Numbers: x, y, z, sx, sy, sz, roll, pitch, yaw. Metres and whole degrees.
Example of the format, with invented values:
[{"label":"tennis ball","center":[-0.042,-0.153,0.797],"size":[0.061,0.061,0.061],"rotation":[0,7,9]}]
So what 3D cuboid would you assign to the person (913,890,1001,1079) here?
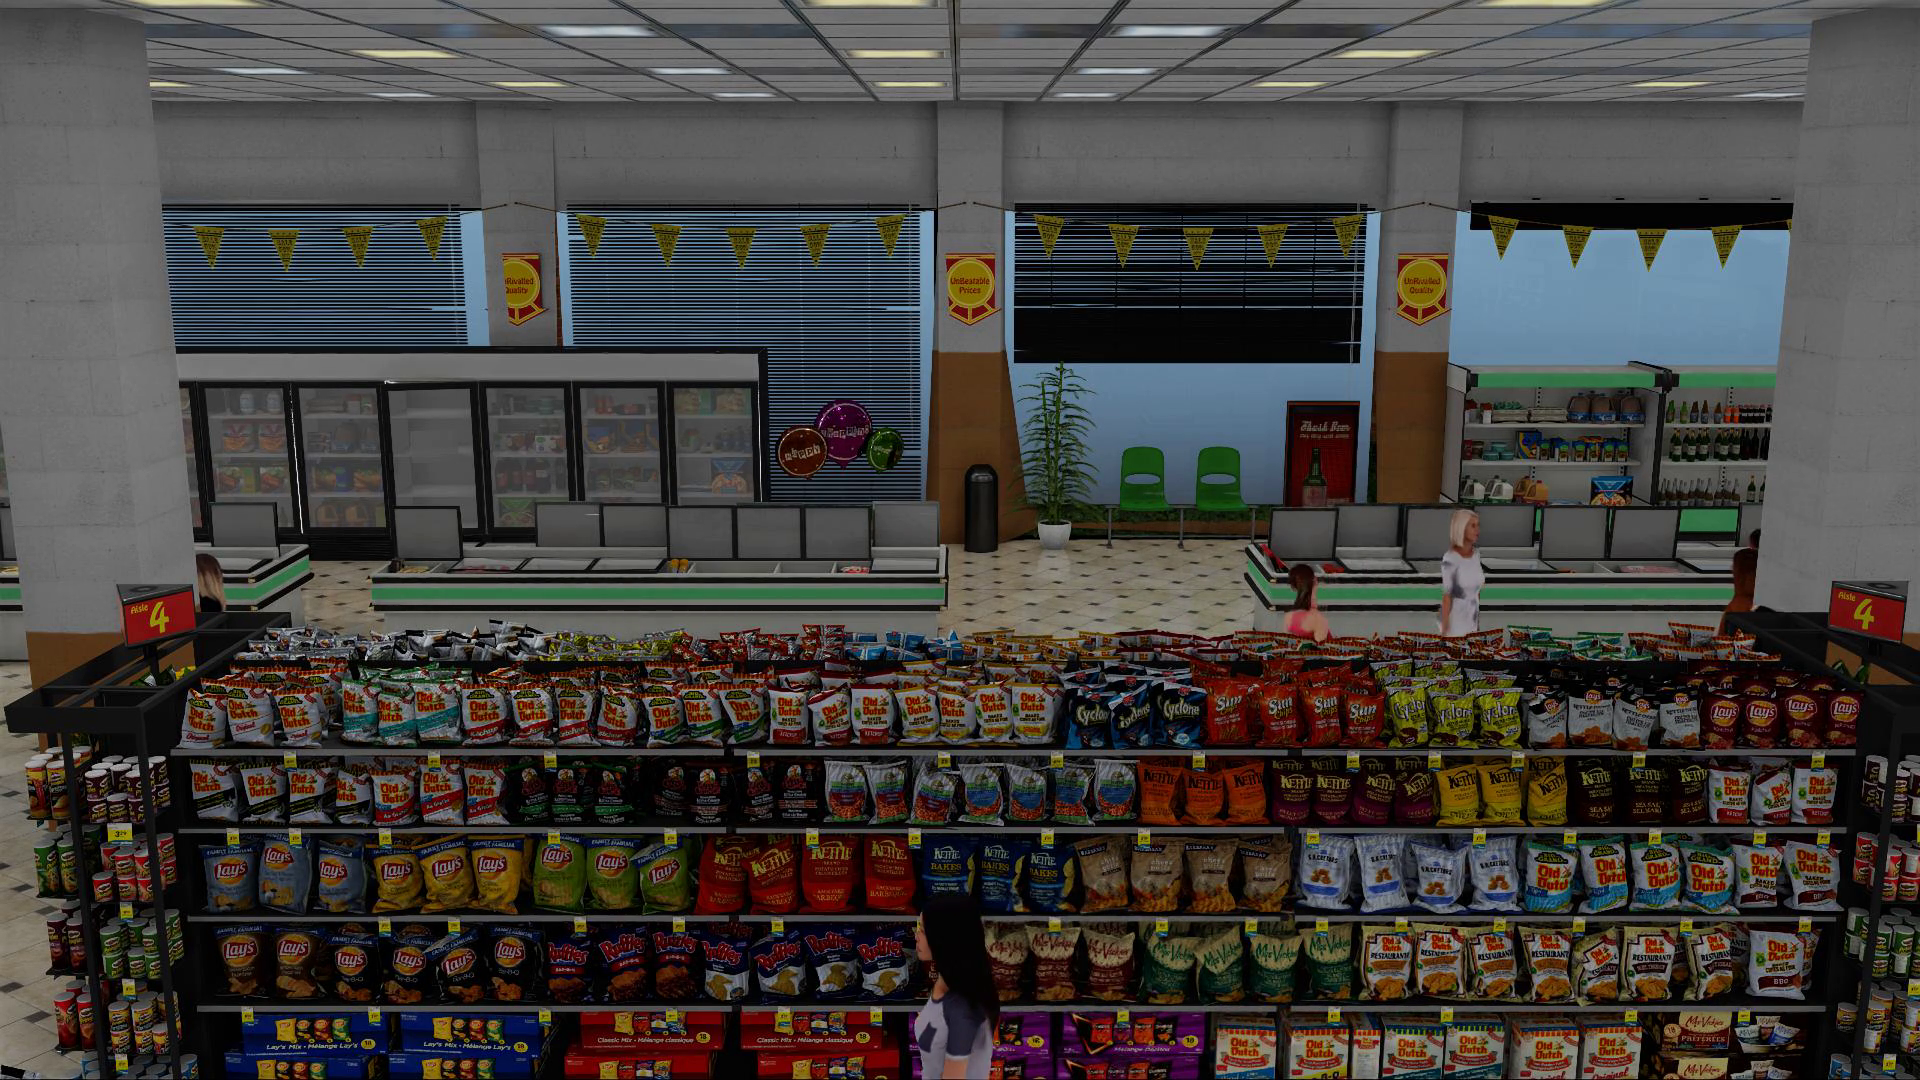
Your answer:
[{"label":"person","center":[0.073,2.047,5.810],"size":[1.103,1.670,0.762],"rotation":[-3,12,-14]}]

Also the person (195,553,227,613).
[{"label":"person","center":[-4.996,0.914,11.147],"size":[0.677,1.687,0.684],"rotation":[-6,13,-25]}]

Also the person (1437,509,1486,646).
[{"label":"person","center":[3.670,0.617,12.448],"size":[0.944,1.732,1.002],"rotation":[-11,16,-42]}]

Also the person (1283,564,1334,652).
[{"label":"person","center":[2.217,1.015,10.562],"size":[0.718,1.731,0.751],"rotation":[-2,12,-7]}]
